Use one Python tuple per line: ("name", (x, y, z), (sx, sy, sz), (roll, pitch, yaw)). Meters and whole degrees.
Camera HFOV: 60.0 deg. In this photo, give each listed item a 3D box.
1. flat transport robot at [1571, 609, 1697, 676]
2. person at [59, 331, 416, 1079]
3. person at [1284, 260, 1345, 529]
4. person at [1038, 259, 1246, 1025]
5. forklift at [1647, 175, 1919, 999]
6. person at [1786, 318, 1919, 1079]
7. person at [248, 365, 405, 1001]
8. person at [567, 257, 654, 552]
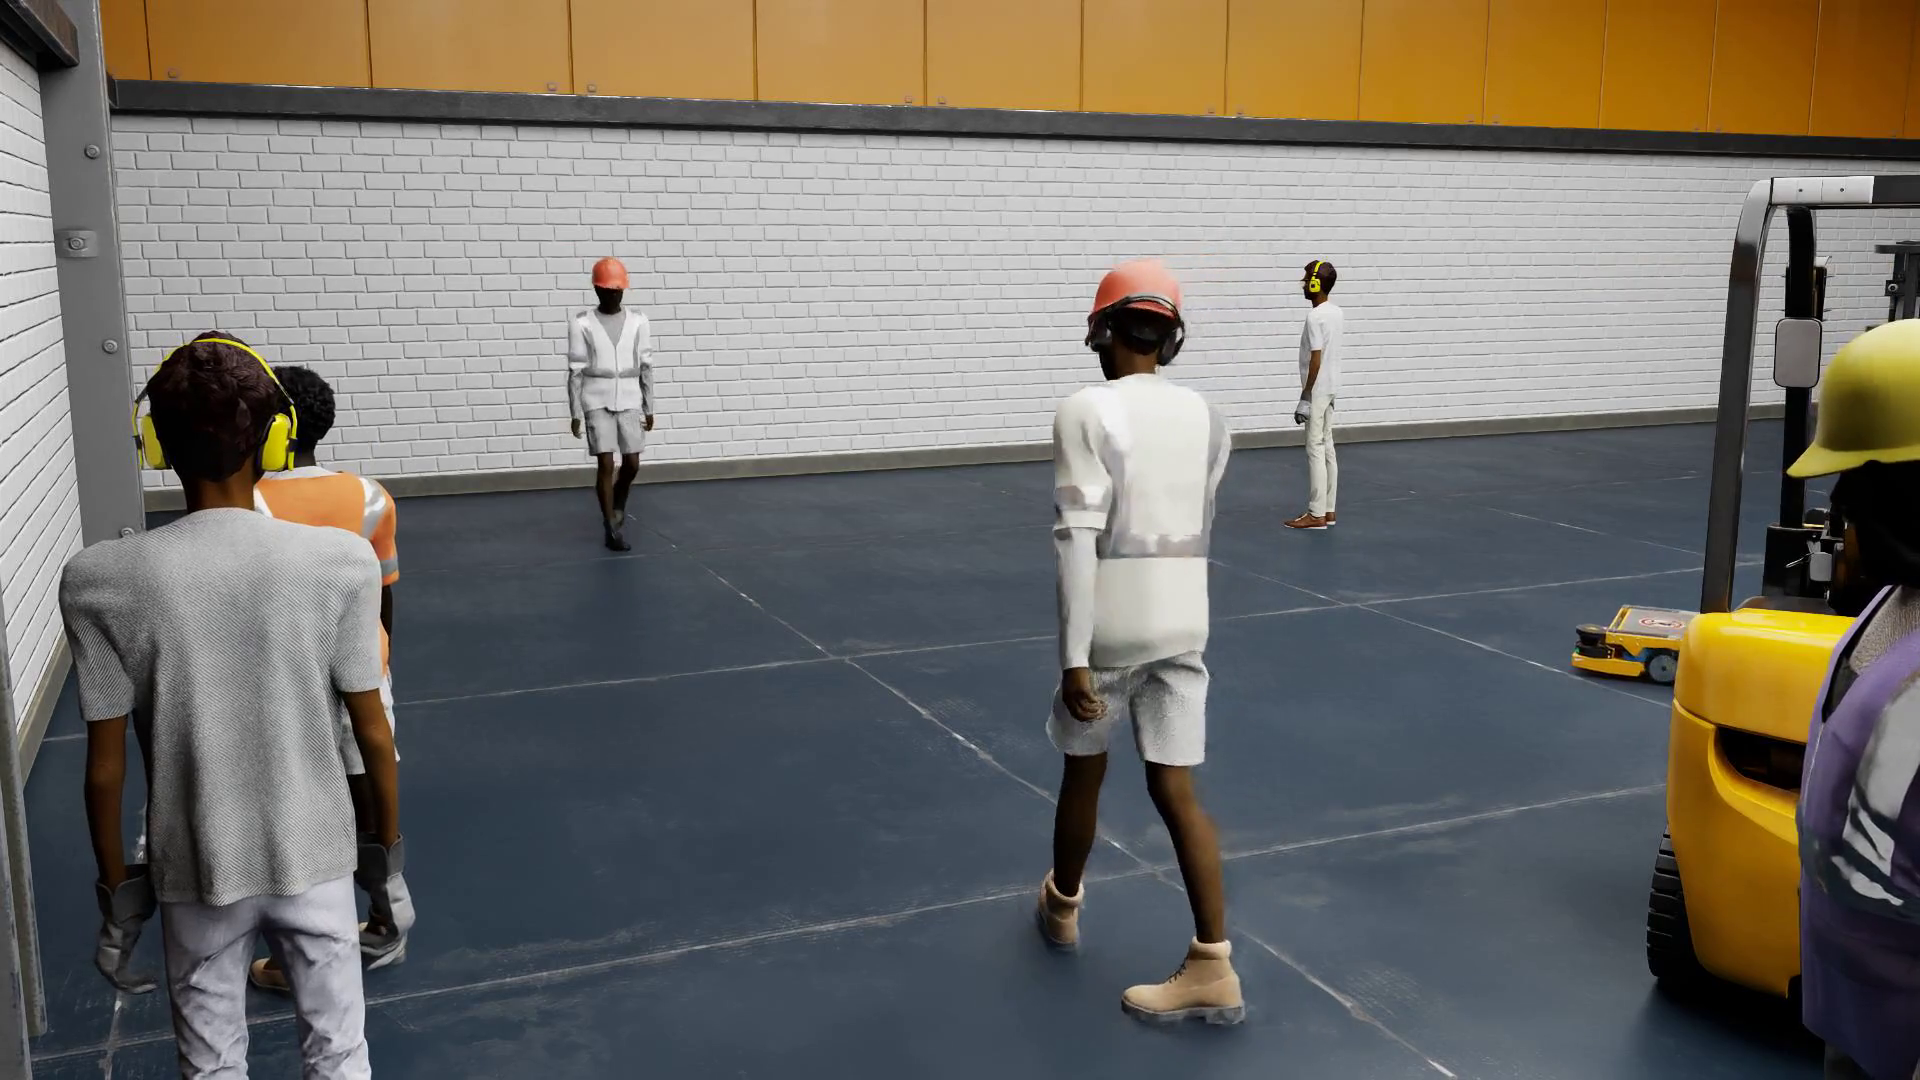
("flat transport robot", (3.620, 0.512, 7.658), (1.431, 0.197, 0.652), (5, 12, 27))
("person", (-1.205, 0.585, 2.848), (0.509, 1.872, 0.329), (-4, 11, -22))
("person", (2.485, -1.008, 11.627), (0.328, 1.873, 0.519), (6, 12, 32))
("person", (0.469, 0.250, 4.456), (0.641, 1.974, 0.886), (-6, 12, -29))
("forklift", (2.810, 0.094, 4.662), (1.214, 2.155, 2.313), (7, 12, 34))
("person", (1.304, 0.656, 2.328), (0.384, 1.917, 0.584), (3, 11, 17))
("person", (-1.749, 0.377, 4.504), (0.319, 1.690, 0.539), (8, 13, 38))
("person", (-2.308, -0.901, 10.934), (0.566, 1.912, 0.647), (-5, 11, -26))
